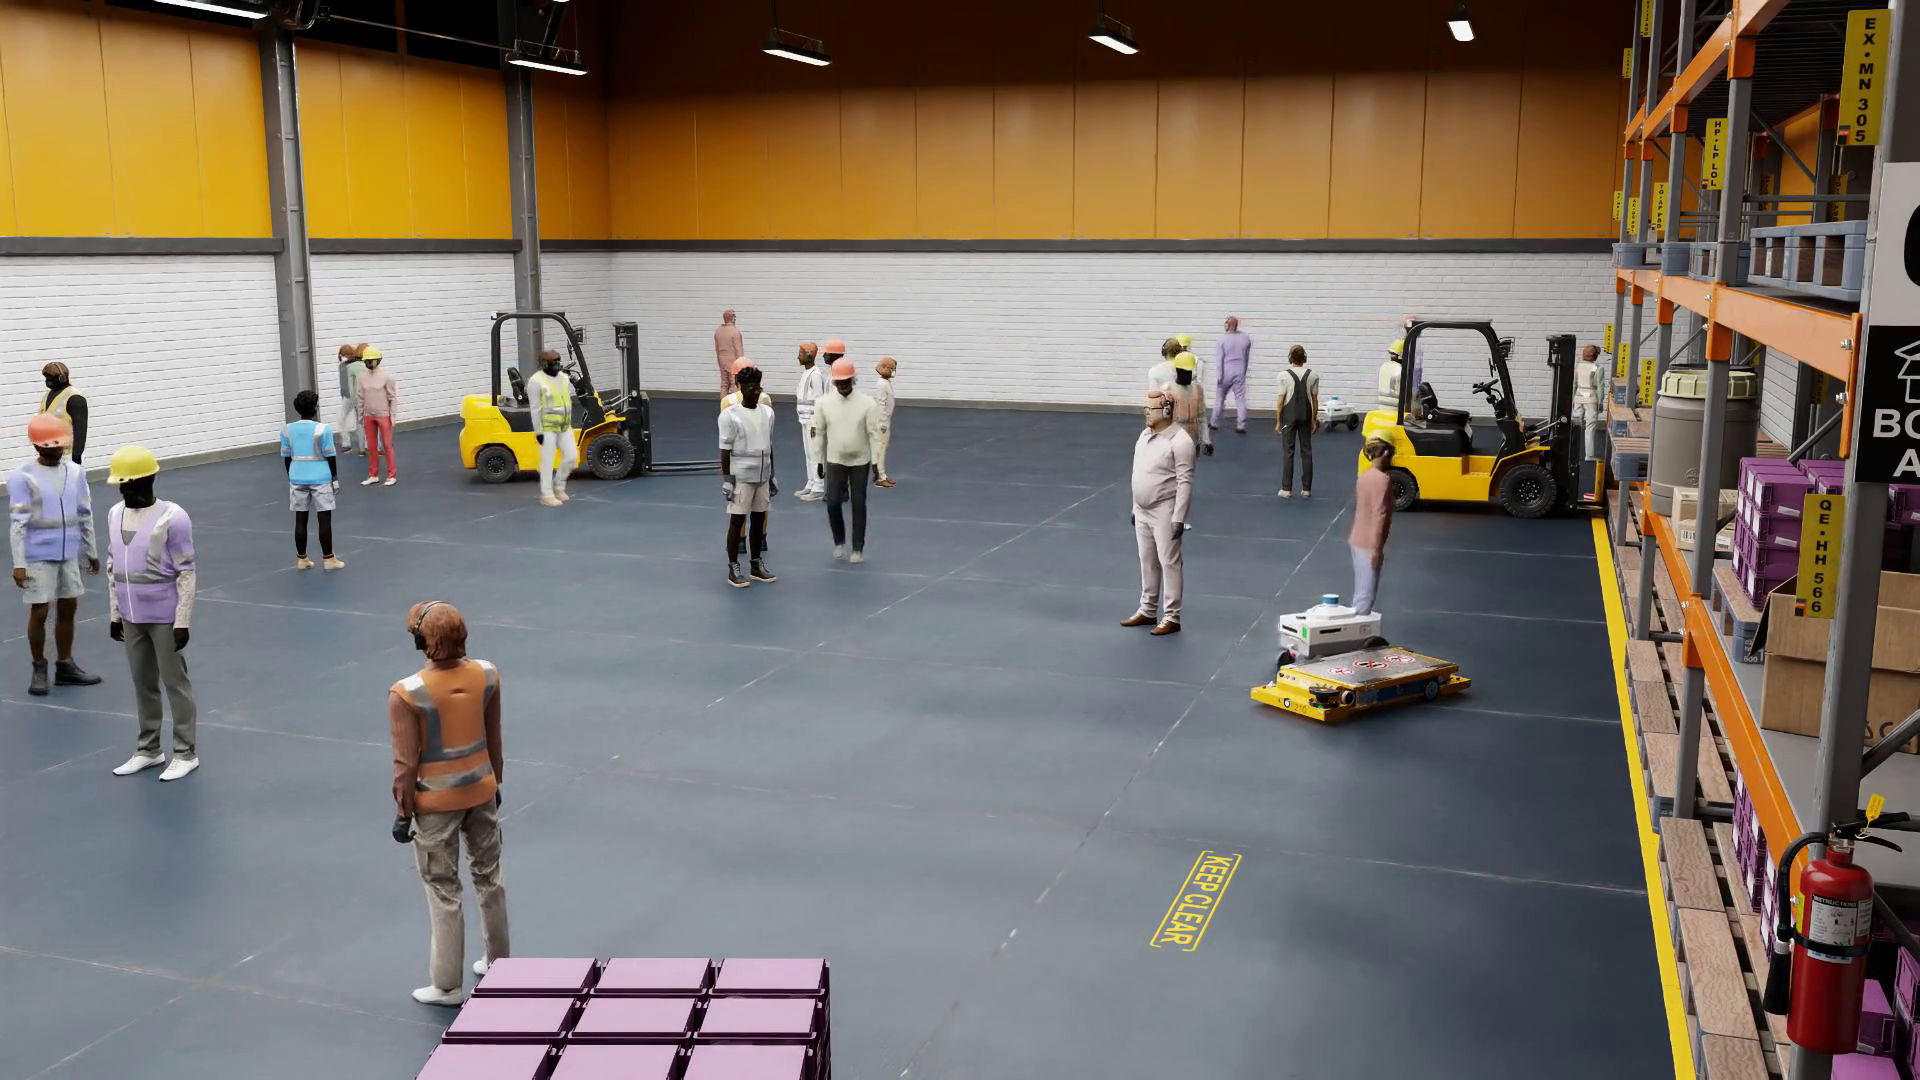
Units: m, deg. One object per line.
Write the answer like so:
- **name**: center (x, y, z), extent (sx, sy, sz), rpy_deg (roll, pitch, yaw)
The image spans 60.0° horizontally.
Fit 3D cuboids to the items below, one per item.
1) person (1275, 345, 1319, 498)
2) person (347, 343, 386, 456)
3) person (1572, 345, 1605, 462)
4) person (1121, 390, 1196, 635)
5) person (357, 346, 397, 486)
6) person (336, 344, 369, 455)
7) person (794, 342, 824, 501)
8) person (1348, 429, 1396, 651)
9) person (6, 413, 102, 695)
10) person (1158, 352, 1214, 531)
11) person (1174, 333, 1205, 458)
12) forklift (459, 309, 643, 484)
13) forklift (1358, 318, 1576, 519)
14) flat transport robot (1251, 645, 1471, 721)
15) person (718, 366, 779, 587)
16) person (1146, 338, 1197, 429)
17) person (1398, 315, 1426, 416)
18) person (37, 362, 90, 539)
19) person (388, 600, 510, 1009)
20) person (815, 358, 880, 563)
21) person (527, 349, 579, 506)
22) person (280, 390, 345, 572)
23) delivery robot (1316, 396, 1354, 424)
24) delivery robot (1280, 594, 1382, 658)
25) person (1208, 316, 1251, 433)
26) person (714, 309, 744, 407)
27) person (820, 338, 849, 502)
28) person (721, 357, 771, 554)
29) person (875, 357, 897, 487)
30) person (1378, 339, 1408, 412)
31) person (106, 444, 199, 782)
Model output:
- **person**: center (4.037, -1.419, 19.974), extent (0.506, 1.842, 0.348), rpy_deg (-1, 10, -3)
- **person**: center (-8.528, -2.015, 23.916), extent (0.499, 1.633, 0.286), rpy_deg (1, 10, 3)
- **person**: center (8.809, -1.918, 23.351), extent (0.310, 1.638, 0.523), rpy_deg (-6, 12, -31)
- **person**: center (1.541, -0.217, 13.017), extent (0.407, 1.910, 0.639), rpy_deg (-6, 12, -30)
- **person**: center (-7.362, -1.560, 20.978), extent (0.533, 1.767, 0.326), rpy_deg (2, 10, 13)
- **person**: center (-8.812, -2.022, 24.016), extent (0.517, 1.606, 0.591), rpy_deg (6, 12, 31)
- **person**: center (-1.784, -1.412, 19.812), extent (0.344, 1.882, 0.584), rpy_deg (-3, 11, -18)
- **person**: center (2.952, 0.088, 11.843), extent (0.345, 1.715, 0.677), rpy_deg (0, 10, -1)
- **person**: center (-6.131, 0.095, 11.249), extent (0.481, 1.916, 0.628), rpy_deg (5, 11, 27)
- **person**: center (2.419, -1.055, 17.776), extent (0.610, 1.899, 0.770), rpy_deg (-7, 12, -35)
- **person**: center (3.115, -1.973, 23.151), extent (0.607, 1.818, 0.611), rpy_deg (6, 12, 29)
- **forklift**: center (-5.354, -1.902, 21.697), extent (2.313, 2.155, 1.214), rpy_deg (-2, 10, -13)
- **forklift**: center (5.787, -1.437, 19.079), extent (2.313, 2.155, 1.214), rpy_deg (3, 11, 19)
- **flat transport robot**: center (2.693, 0.938, 11.119), extent (1.431, 0.197, 0.652), rpy_deg (-7, 12, -34)
- **person**: center (-1.873, -0.571, 14.844), extent (0.362, 1.963, 0.613), rpy_deg (9, 14, 42)
- **person**: center (2.503, -1.426, 19.738), extent (0.627, 1.941, 0.370), rpy_deg (-4, 11, -19)
- **person**: center (6.525, -2.282, 24.356), extent (0.836, 2.017, 0.616), rpy_deg (-5, 11, -28)
- **person**: center (-9.261, -0.922, 17.185), extent (0.625, 1.841, 0.429), rpy_deg (6, 12, 32)
- **person**: center (-2.034, 1.048, 6.642), extent (0.315, 1.640, 0.515), rpy_deg (7, 12, 36)
- **person**: center (-1.069, -0.749, 15.823), extent (0.645, 1.968, 0.480), rpy_deg (0, 10, 3)
- **person**: center (-4.727, -1.297, 19.325), extent (0.445, 1.826, 0.652), rpy_deg (6, 12, 31)
- **person**: center (-6.018, -0.543, 15.451), extent (0.535, 1.697, 0.318), rpy_deg (1, 10, 8)
- **delivery robot**: center (6.120, -2.111, 27.204), extent (0.707, 0.478, 0.477), rpy_deg (-7, 12, -39)
- **delivery robot**: center (2.627, 0.629, 11.798), extent (0.707, 0.478, 0.477), rpy_deg (-4, 11, -23)
- **person**: center (4.384, -2.688, 27.032), extent (0.639, 1.864, 0.982), rpy_deg (-3, 10, -16)
- **person**: center (-3.984, -3.066, 29.050), extent (0.642, 1.913, 0.409), rpy_deg (9, 13, 41)
- **person**: center (-1.469, -1.415, 19.666), extent (0.356, 1.942, 0.543), rpy_deg (1, 10, 4)
- **person**: center (-2.118, -0.834, 16.406), extent (0.551, 1.937, 0.357), rpy_deg (-7, 12, -36)
- **person**: center (-0.936, -1.484, 20.923), extent (0.289, 1.633, 0.501), rpy_deg (1, 10, 5)
- **person**: center (5.609, -1.671, 21.460), extent (0.404, 1.824, 0.586), rpy_deg (-4, 11, -19)
- **person**: center (-4.602, 0.409, 9.445), extent (0.586, 1.924, 0.370), rpy_deg (4, 11, 20)
